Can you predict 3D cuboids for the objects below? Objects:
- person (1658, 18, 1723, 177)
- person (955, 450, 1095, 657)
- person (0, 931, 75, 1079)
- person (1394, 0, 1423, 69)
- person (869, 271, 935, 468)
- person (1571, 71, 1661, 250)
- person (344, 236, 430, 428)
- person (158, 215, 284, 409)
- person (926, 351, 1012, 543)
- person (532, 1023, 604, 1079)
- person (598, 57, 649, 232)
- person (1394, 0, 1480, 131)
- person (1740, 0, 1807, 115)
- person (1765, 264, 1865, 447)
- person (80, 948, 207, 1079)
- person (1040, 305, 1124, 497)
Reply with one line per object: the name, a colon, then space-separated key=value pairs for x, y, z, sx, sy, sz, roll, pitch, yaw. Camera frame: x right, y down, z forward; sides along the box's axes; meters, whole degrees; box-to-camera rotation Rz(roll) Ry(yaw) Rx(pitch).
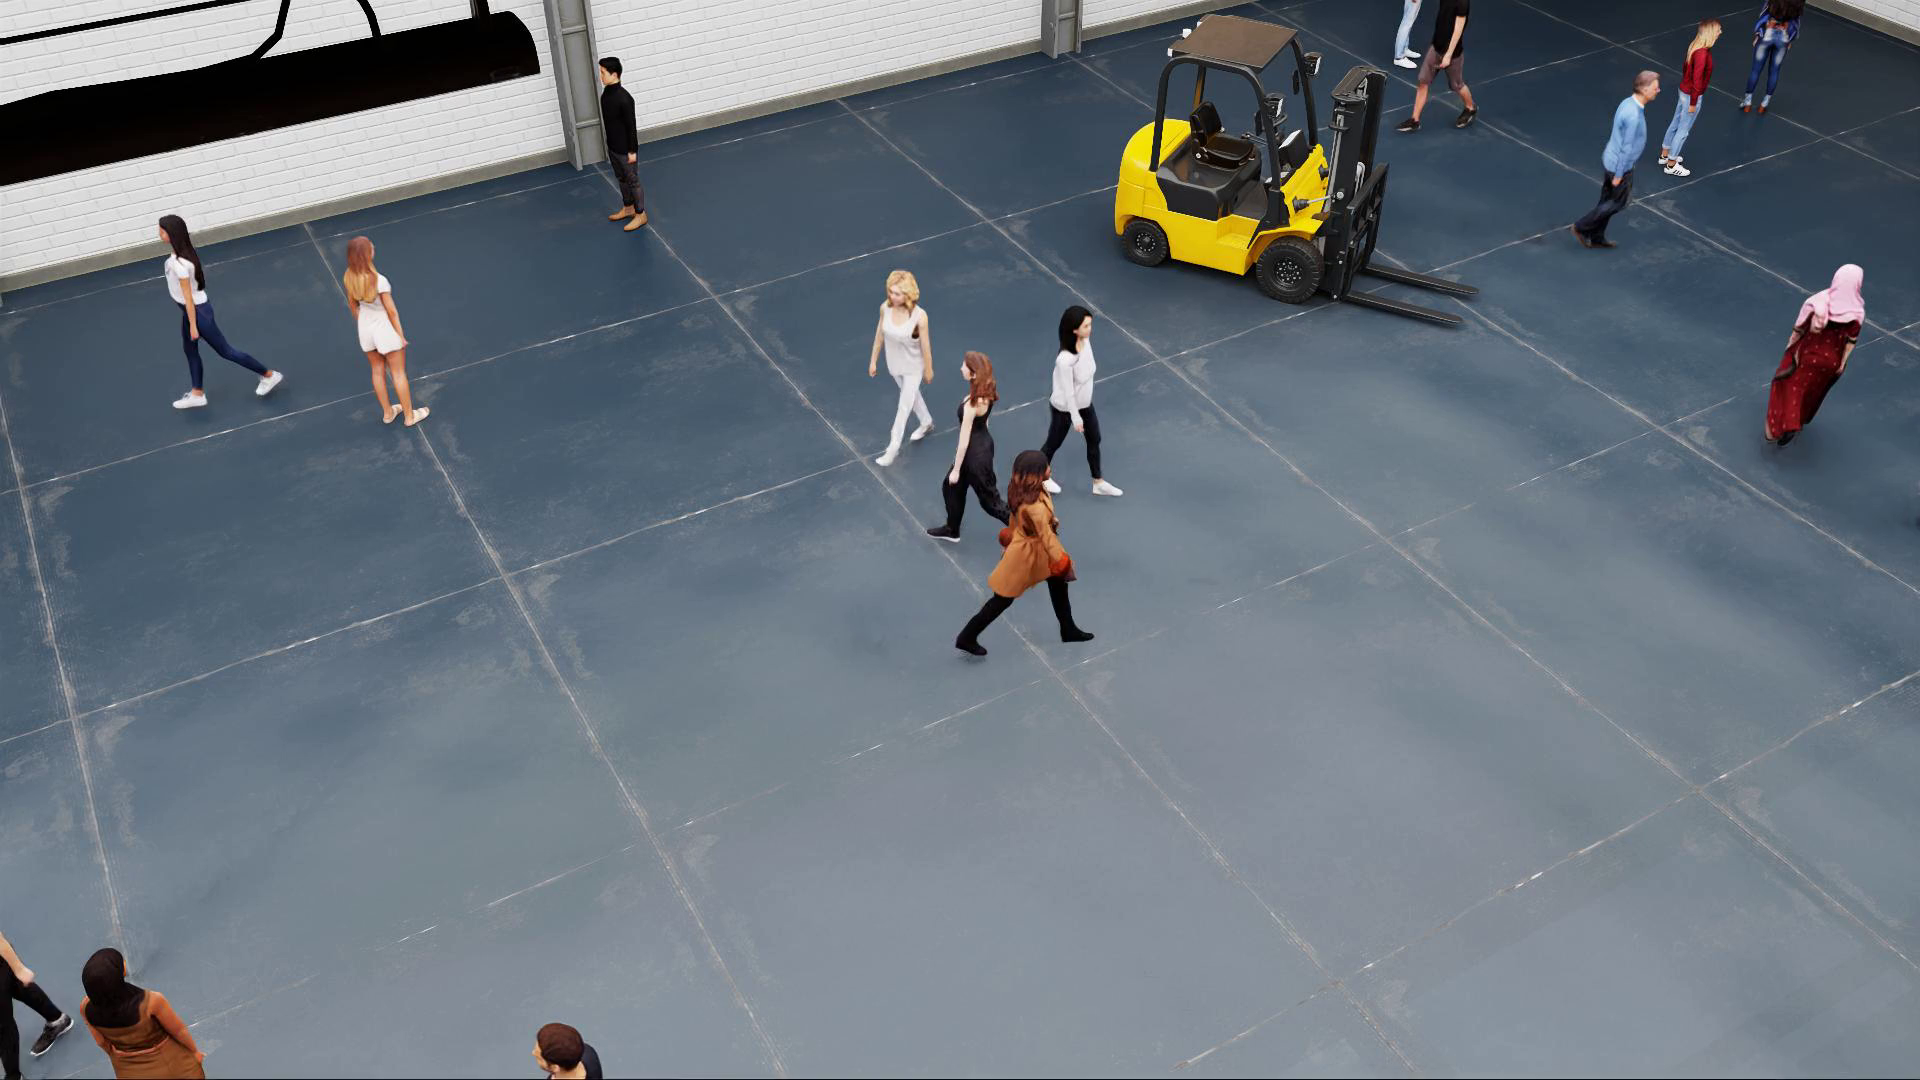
person: x=7.576 y=-4.615 z=17.235 sx=0.716 sy=1.635 sz=0.685 roll=4 pitch=39 yaw=6
person: x=0.366 y=0.160 z=11.231 sx=1.306 sy=1.667 sz=1.054 roll=-1 pitch=39 yaw=-1
person: x=-5.056 y=2.163 z=8.757 sx=0.899 sy=1.624 sz=0.988 roll=13 pitch=40 yaw=16
person: x=5.328 y=-6.489 z=19.408 sx=0.782 sy=1.852 sz=0.686 roll=15 pitch=41 yaw=18
person: x=-0.377 y=-1.426 z=13.250 sx=0.879 sy=1.626 sz=1.133 roll=26 pitch=45 yaw=28
person: x=6.198 y=-3.610 z=15.845 sx=0.900 sy=1.799 sz=0.840 roll=8 pitch=39 yaw=10
person: x=-4.726 y=-1.690 z=13.523 sx=0.674 sy=1.696 sz=0.724 roll=13 pitch=41 yaw=16
person: x=-6.171 y=-1.867 z=13.710 sx=1.147 sy=1.740 sz=0.680 roll=-16 pitch=41 yaw=-19
person: x=0.219 y=-0.581 z=12.126 sx=1.169 sy=1.708 sz=1.054 roll=7 pitch=39 yaw=8
person: x=-1.724 y=2.843 z=7.719 sx=0.708 sy=1.857 sz=0.714 roll=-1 pitch=39 yaw=-1
person: x=-3.310 y=-3.886 z=16.253 sx=0.571 sy=1.722 sz=0.680 roll=-26 pitch=45 yaw=-29
person: x=5.337 y=-5.282 z=17.913 sx=1.251 sy=1.832 sz=0.730 roll=-16 pitch=41 yaw=-19
person: x=8.994 y=-5.521 z=18.383 sx=0.692 sy=1.618 sz=0.739 roll=12 pitch=40 yaw=15
person: x=6.831 y=-1.451 z=13.285 sx=0.922 sy=1.620 sz=1.010 roll=15 pitch=41 yaw=18
person: x=-3.963 y=2.577 z=8.185 sx=0.564 sy=1.690 sz=0.688 roll=-4 pitch=39 yaw=-6
person: x=0.764 y=-1.051 z=12.746 sx=0.981 sy=1.668 sz=1.010 roll=21 pitch=43 yaw=24
